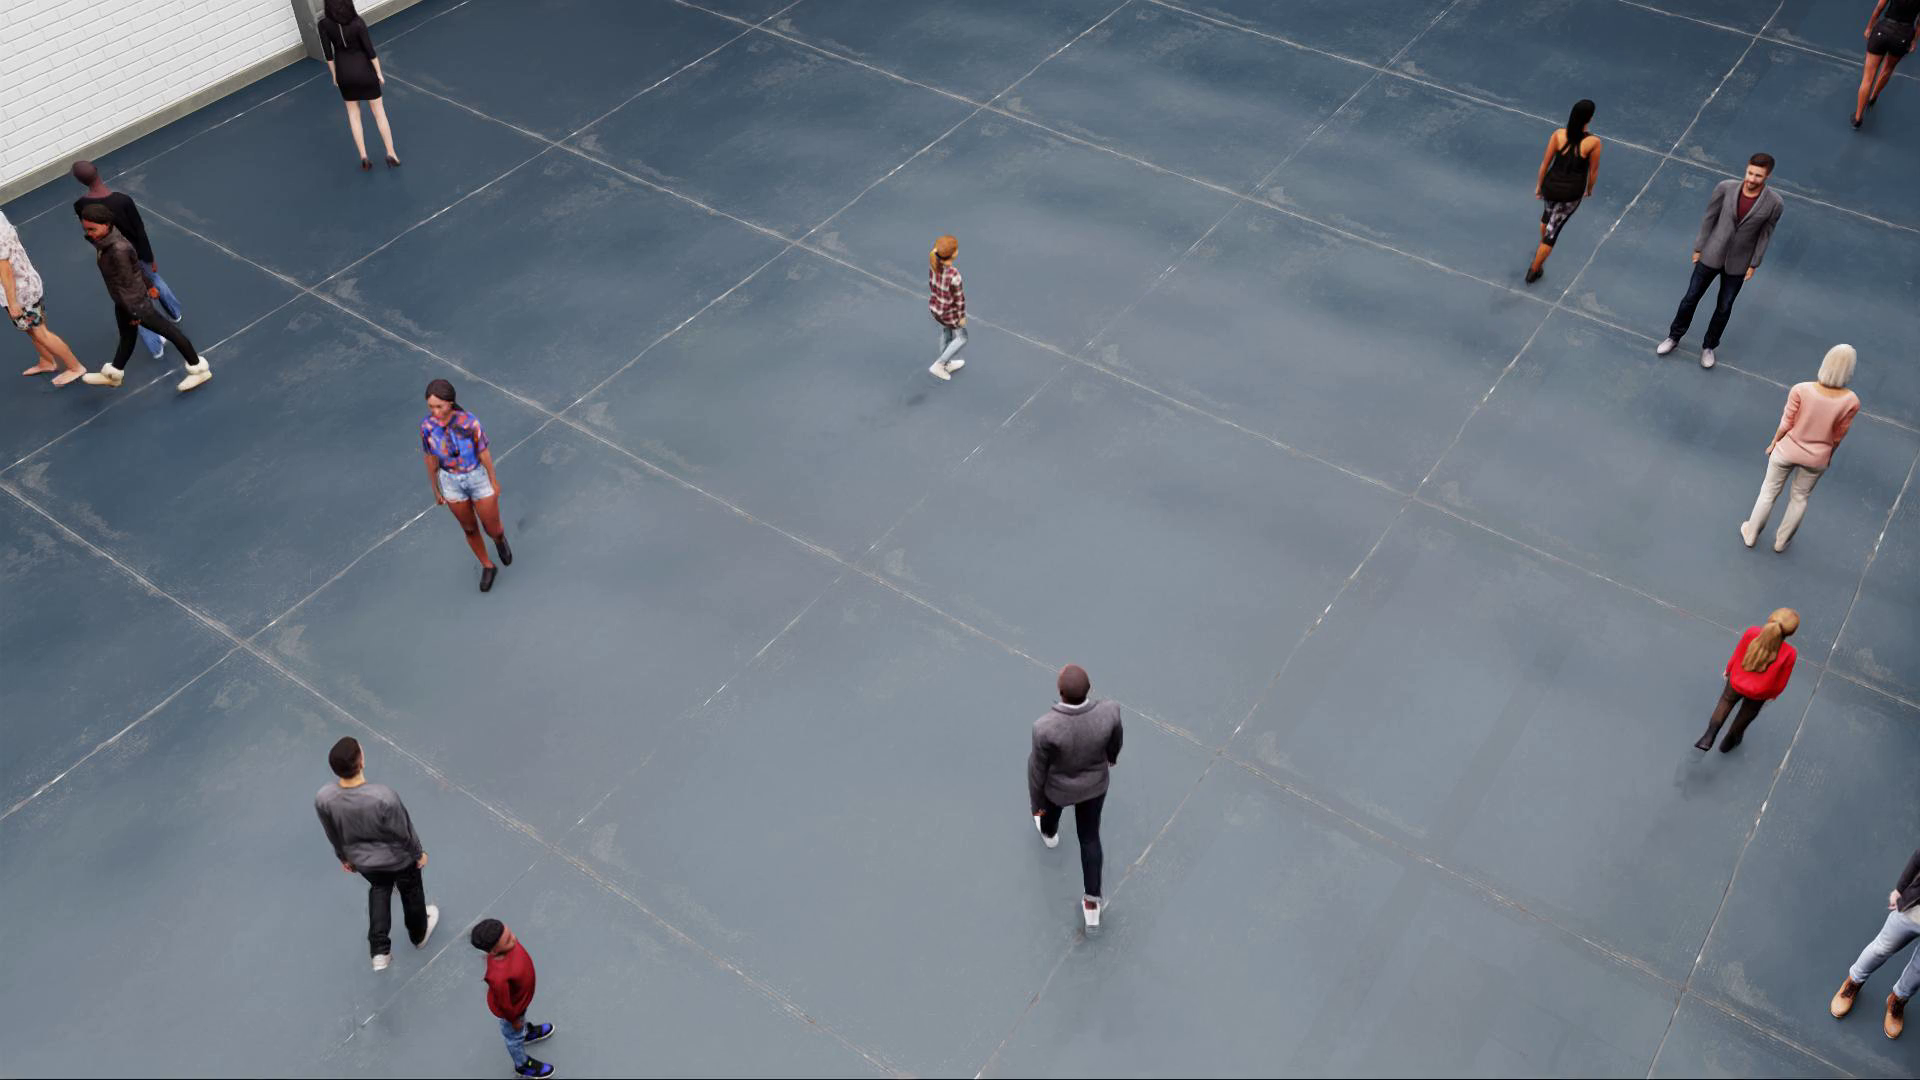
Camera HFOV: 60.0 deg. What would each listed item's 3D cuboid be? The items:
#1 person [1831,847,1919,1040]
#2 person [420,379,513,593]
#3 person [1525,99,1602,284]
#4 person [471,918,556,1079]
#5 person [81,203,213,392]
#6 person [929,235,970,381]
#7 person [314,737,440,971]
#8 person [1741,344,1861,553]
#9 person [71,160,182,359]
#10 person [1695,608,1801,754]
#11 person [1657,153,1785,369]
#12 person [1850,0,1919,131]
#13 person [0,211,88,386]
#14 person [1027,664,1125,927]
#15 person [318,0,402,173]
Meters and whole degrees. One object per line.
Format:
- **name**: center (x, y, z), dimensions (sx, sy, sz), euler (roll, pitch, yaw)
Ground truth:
- **person**: center (5.156, 1.962, 8.768), dimensions (0.657, 1.836, 0.555), euler (23, 48, 22)
- **person**: center (-3.346, -0.424, 11.346), dimensions (0.760, 1.735, 0.820), euler (-2, 44, -2)
- **person**: center (5.054, -2.919, 14.034), dimensions (0.581, 1.639, 0.955), euler (28, 50, 26)
- **person**: center (-2.373, 2.390, 8.741), dimensions (0.637, 1.255, 0.573), euler (-6, 44, -6)
- **person**: center (-6.532, -1.770, 12.847), dimensions (1.222, 1.613, 0.931), euler (-29, 51, -27)
- **person**: center (-0.137, -1.800, 13.108), dimensions (0.691, 1.298, 0.626), euler (-28, 50, -26)
- **person**: center (-3.158, 1.769, 9.034), dimensions (0.839, 1.750, 0.933), euler (1, 44, 1)
- **person**: center (5.861, -0.628, 11.569), dimensions (0.646, 1.724, 0.597), euler (15, 45, 15)
- **person**: center (-6.651, -2.188, 13.218), dimensions (1.002, 1.708, 0.999), euler (-11, 45, -12)
- **person**: center (4.867, 0.907, 10.284), dimensions (0.721, 1.272, 0.562), euler (-35, 53, -31)
- **person**: center (6.049, -2.232, 13.144), dimensions (0.690, 1.874, 0.614), euler (22, 48, 21)
- **person**: center (8.878, -4.725, 15.874), dimensions (0.757, 1.717, 1.034), euler (15, 46, 15)
- **person**: center (-7.315, -2.000, 12.942), dimensions (0.904, 1.816, 0.849), euler (-16, 46, -16)
- **person**: center (0.679, 1.438, 9.356), dimensions (1.177, 1.784, 1.261), euler (-5, 44, -5)
- **person**: center (-5.549, -4.237, 15.300), dimensions (0.669, 1.803, 0.707), euler (-3, 44, -3)
